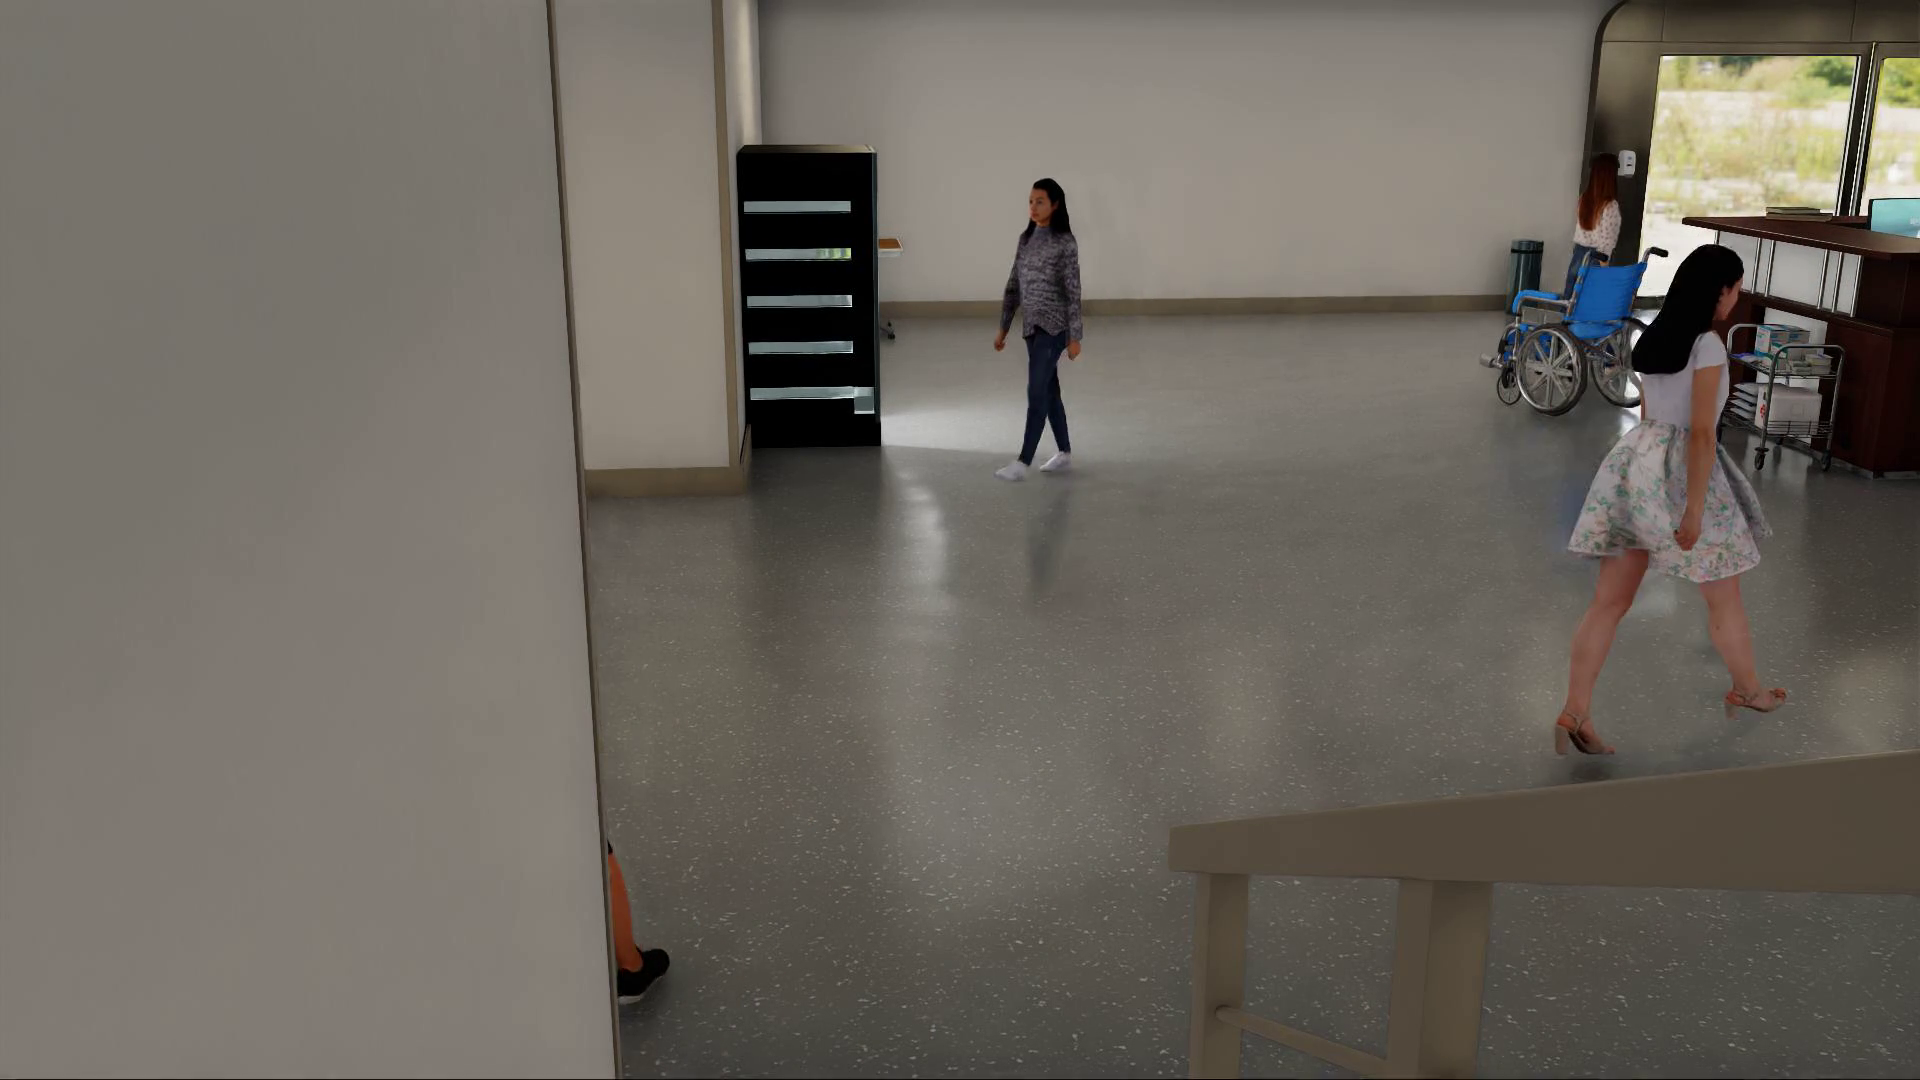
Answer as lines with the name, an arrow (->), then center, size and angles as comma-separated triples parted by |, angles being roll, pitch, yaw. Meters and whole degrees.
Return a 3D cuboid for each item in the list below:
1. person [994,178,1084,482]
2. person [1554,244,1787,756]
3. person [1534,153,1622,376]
person -> 0.560, -1.210, 9.644 | 1.010, 1.704, 1.021 | -12, 20, -37
person -> 2.279, -0.078, 5.598 | 0.854, 1.720, 1.152 | -3, 16, -11
person -> 4.676, -2.011, 12.528 | 0.907, 1.681, 1.126 | -7, 17, -24
